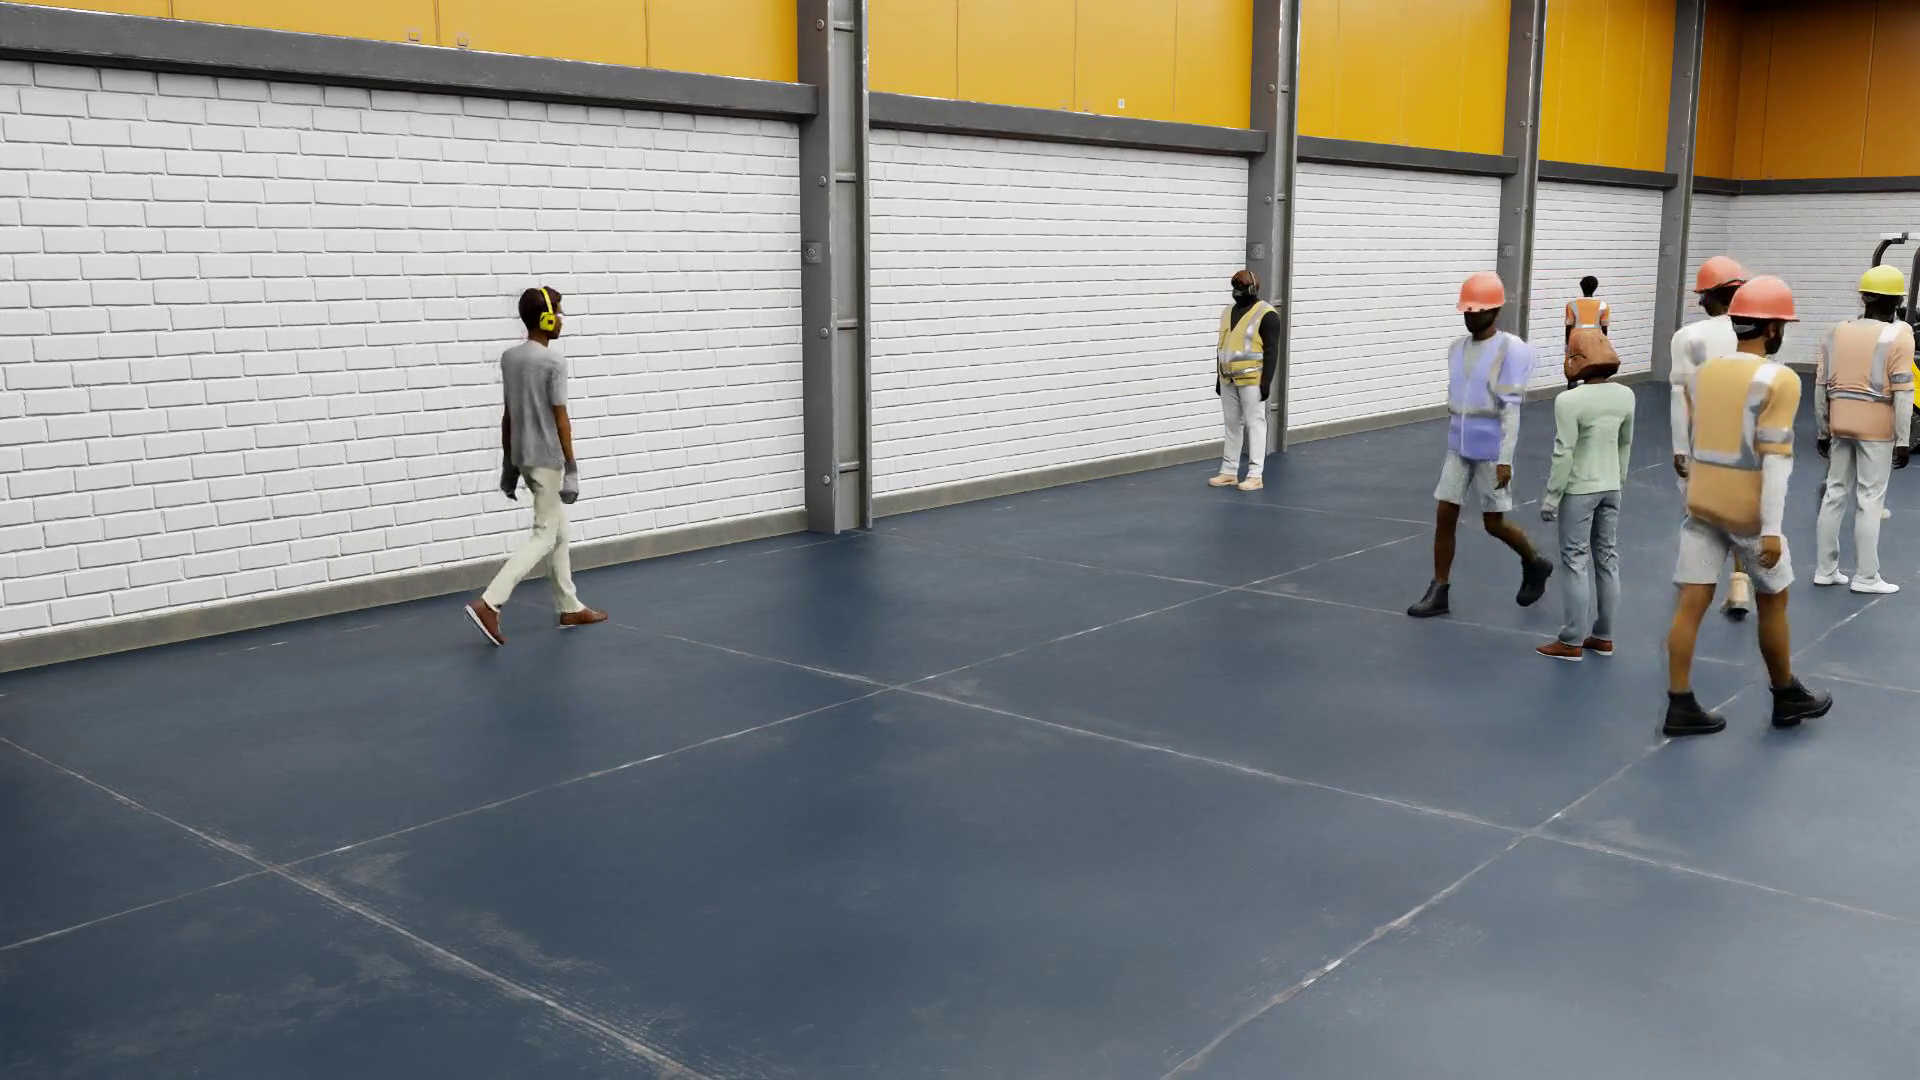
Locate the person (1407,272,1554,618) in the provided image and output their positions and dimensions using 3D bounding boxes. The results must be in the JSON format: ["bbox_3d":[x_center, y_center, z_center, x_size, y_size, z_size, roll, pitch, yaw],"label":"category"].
[{"bbox_3d":[2.912,-0.508,9.095,0.772,1.904,0.567,-6,12,-32],"label":"person"}]

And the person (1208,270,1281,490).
[{"bbox_3d":[2.381,-1.342,14.014,0.430,1.845,0.619,-7,12,-35],"label":"person"}]

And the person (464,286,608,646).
[{"bbox_3d":[-2.221,-0.389,8.616,0.526,1.843,0.873,9,13,41],"label":"person"}]

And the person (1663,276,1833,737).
[{"bbox_3d":[3.329,-0.132,6.941,0.902,1.900,0.575,-4,11,-23],"label":"person"}]

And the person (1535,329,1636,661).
[{"bbox_3d":[3.087,-0.219,8.209,0.499,1.633,0.281,-5,11,-26],"label":"person"}]

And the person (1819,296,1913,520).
[{"bbox_3d":[6.680,-1.024,12.243,0.674,1.832,0.528,-6,12,-31],"label":"person"}]

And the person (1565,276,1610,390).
[{"bbox_3d":[7.738,-2.414,20.555,0.524,1.690,0.320,2,10,12],"label":"person"}]

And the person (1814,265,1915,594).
[{"bbox_3d":[5.338,-0.647,9.808,0.373,1.925,0.595,-5,11,-24],"label":"person"}]

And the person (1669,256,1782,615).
[{"bbox_3d":[4.303,-0.597,9.385,0.617,1.993,1.096,2,10,12],"label":"person"}]

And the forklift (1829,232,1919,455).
[{"bbox_3d":[9.955,-1.972,16.595,2.313,2.155,1.214,1,10,8],"label":"forklift"}]
